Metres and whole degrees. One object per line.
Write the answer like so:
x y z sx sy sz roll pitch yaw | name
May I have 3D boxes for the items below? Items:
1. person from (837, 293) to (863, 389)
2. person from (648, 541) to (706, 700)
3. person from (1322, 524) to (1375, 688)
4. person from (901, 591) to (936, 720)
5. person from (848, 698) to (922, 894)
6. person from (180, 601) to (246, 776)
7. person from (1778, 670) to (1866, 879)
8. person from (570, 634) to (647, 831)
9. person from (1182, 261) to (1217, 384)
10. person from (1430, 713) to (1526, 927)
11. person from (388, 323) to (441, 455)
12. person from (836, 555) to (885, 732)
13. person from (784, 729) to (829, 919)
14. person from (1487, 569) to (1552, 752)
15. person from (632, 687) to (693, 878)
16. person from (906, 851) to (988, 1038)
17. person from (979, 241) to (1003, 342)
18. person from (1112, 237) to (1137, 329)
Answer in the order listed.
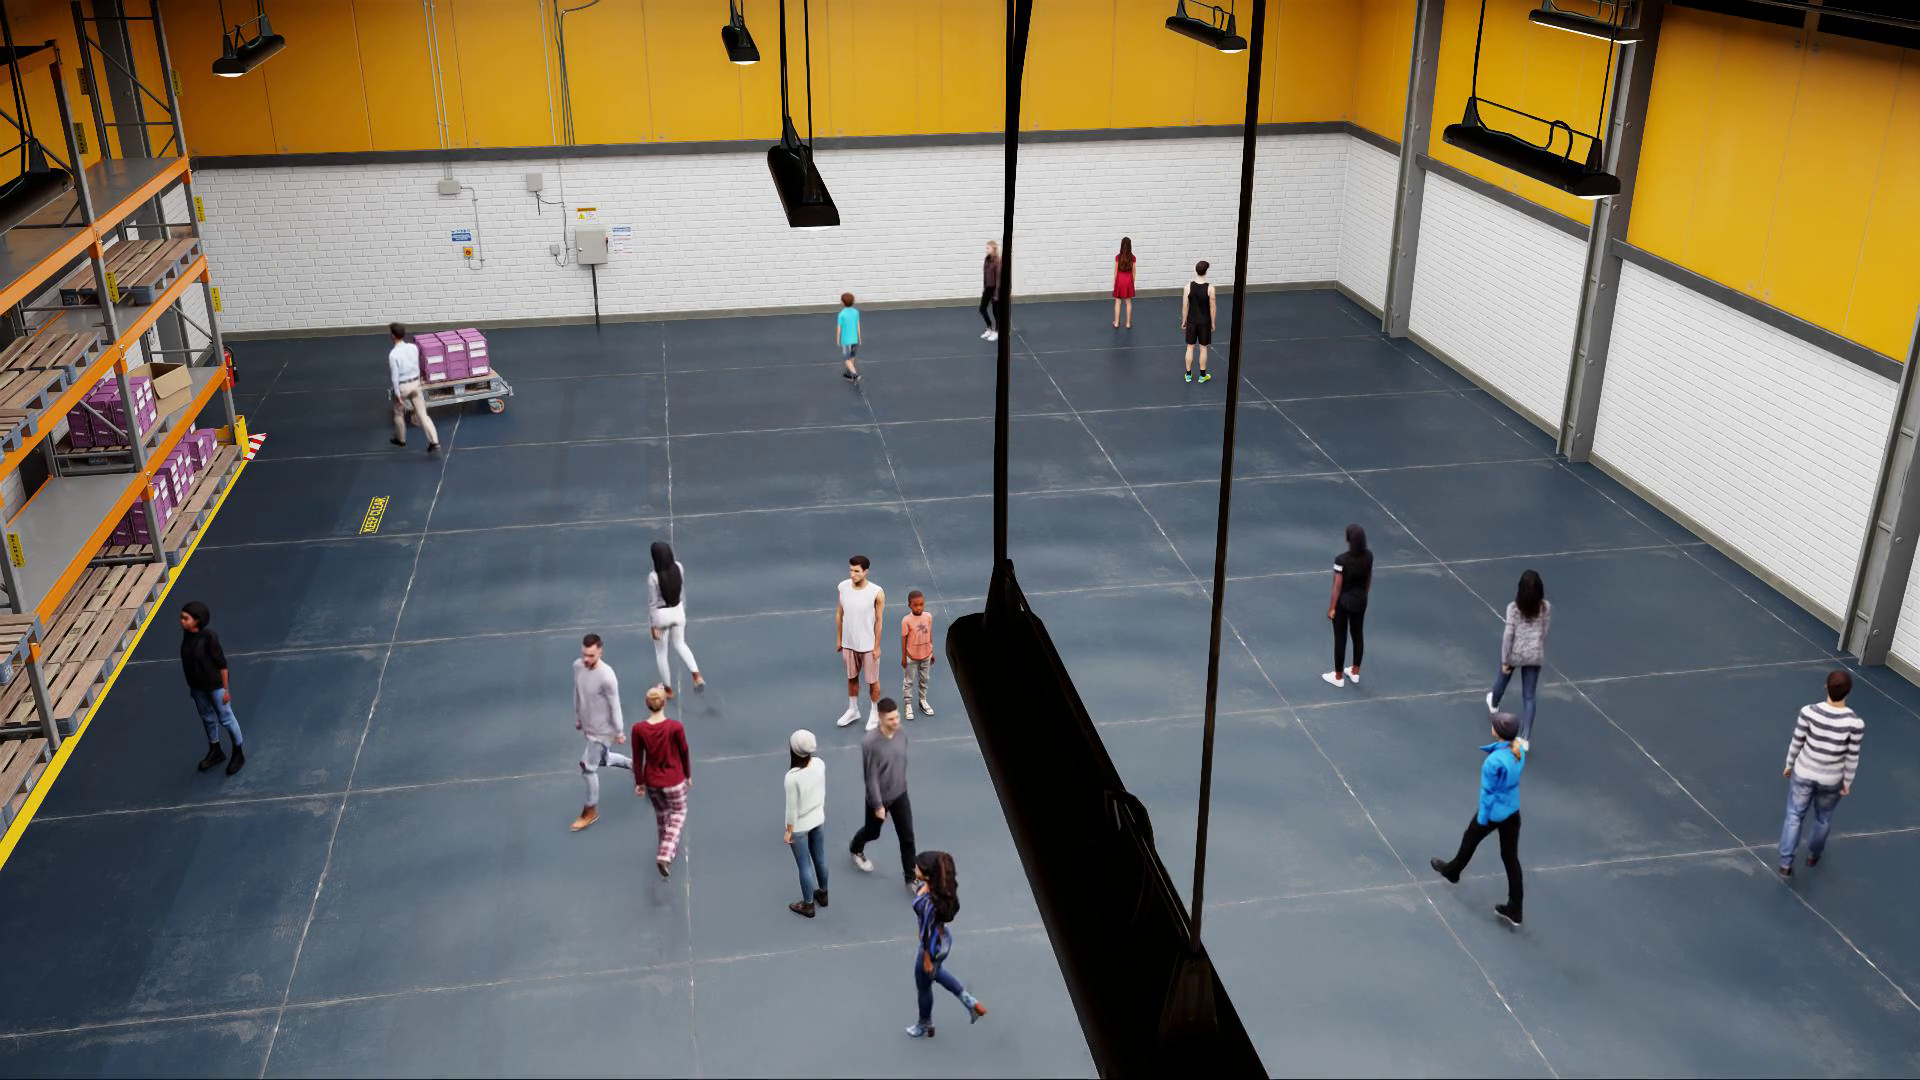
-1.657 -3.053 25.477 0.768 1.425 0.991 -16 28 -32 | person
-2.797 0.816 16.271 0.873 1.709 0.991 -21 31 -39 | person
3.902 0.643 16.636 0.660 1.734 0.636 -9 25 -20 | person
-0.416 1.090 16.143 0.534 1.310 0.521 -10 25 -21 | person
-0.665 2.037 13.448 0.991 1.733 1.196 -20 31 -38 | person
-6.816 1.326 15.115 0.660 1.701 0.680 8 25 17 | person
6.985 1.930 13.558 0.939 1.842 1.011 13 27 28 | person
-3.063 1.589 14.391 1.113 1.798 1.161 -19 30 -37 | person
3.675 -3.361 25.598 0.767 1.892 0.758 7 25 16 | person
4.288 2.207 13.041 0.898 1.747 1.235 -13 27 -27 | person
-7.469 -2.035 22.650 1.281 1.823 1.121 21 31 39 | person
-0.937 0.955 15.853 0.732 1.789 0.753 10 25 21 | person
-1.219 2.217 13.147 0.676 1.644 0.637 19 30 37 | person
5.286 1.147 15.549 0.791 1.680 1.228 1 24 3 | person
-2.424 1.998 13.603 0.750 1.681 0.964 1 24 3 | person
-0.119 2.865 11.715 0.856 1.605 0.868 5 24 11 | person
0.613 -4.154 27.661 0.786 1.693 0.671 -17 29 -34 | person
2.804 -4.407 28.417 0.588 1.550 0.648 0 24 0 | person
